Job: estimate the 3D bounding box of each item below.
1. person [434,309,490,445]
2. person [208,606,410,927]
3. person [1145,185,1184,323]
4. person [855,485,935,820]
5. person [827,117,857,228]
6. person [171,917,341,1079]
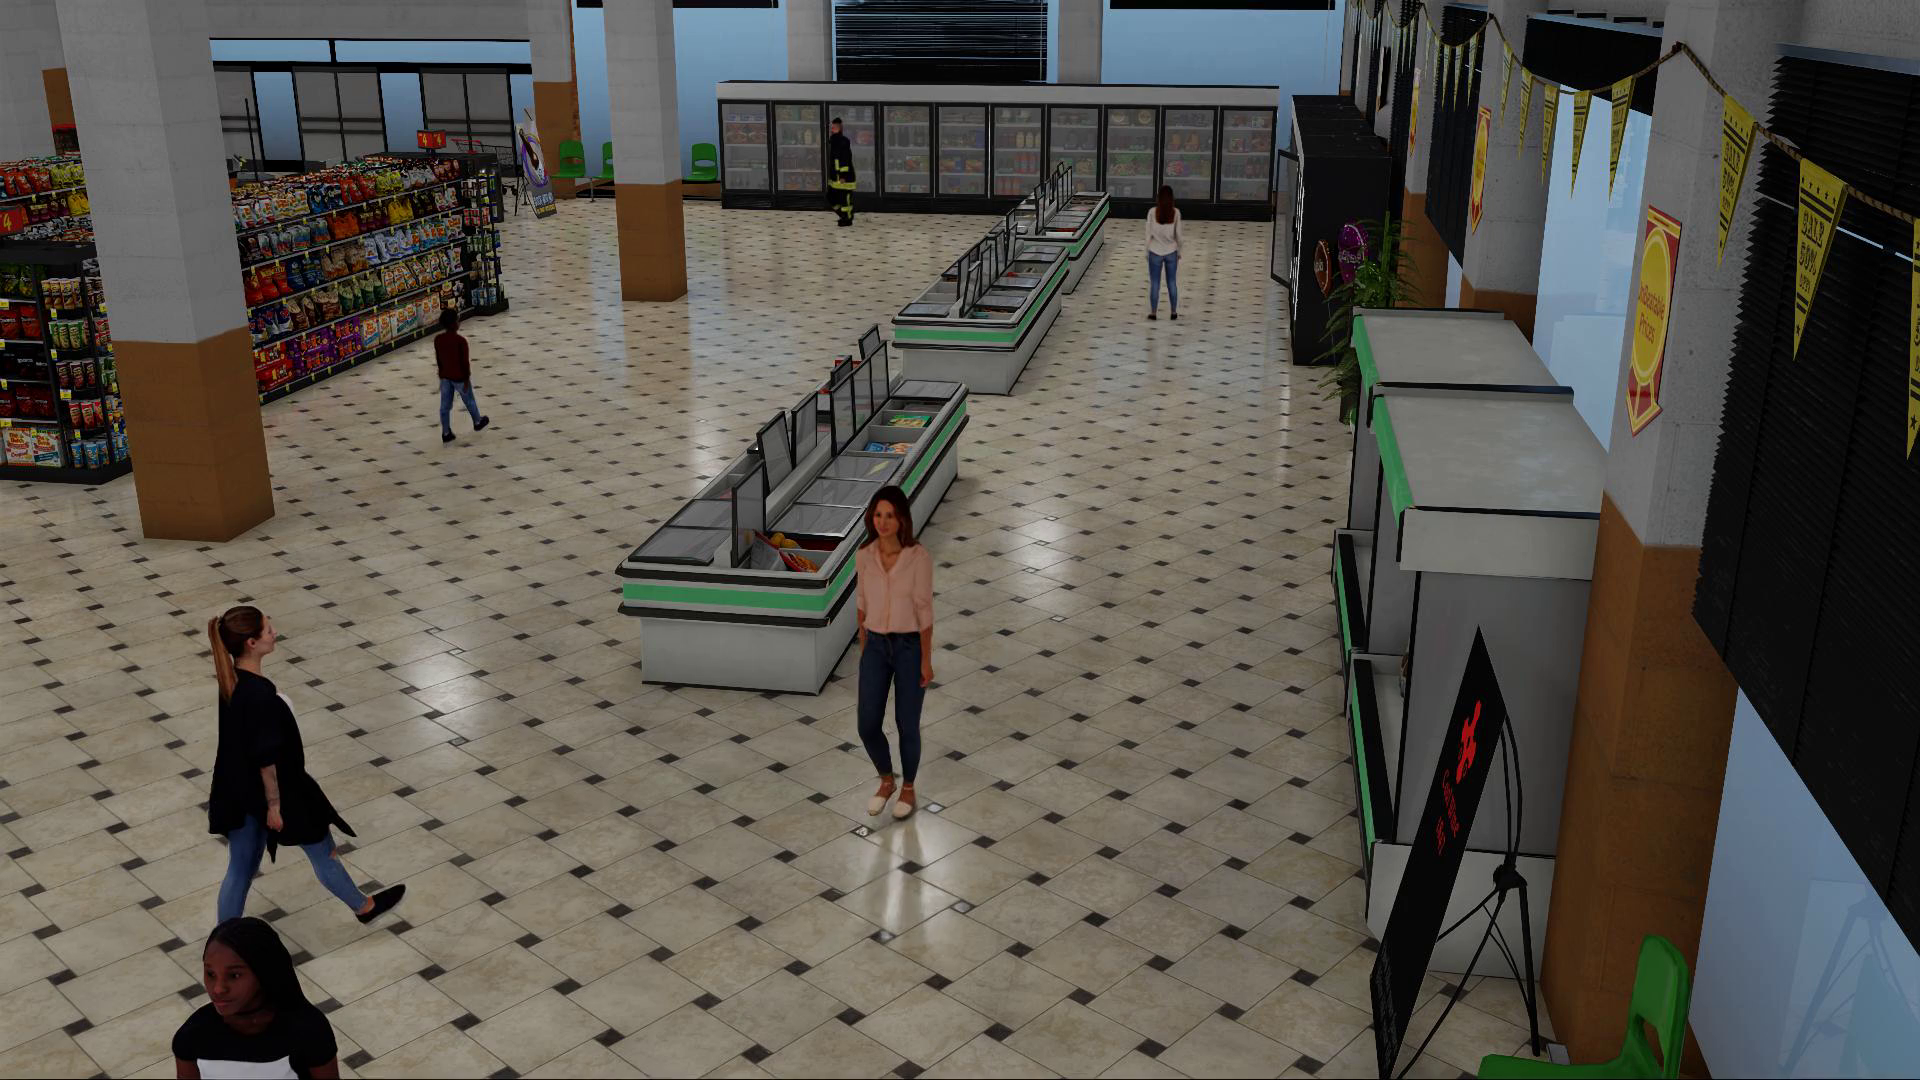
[{"bbox_3d":[-4.693,-1.480,15.321,0.515,1.221,0.852,3,19,8],"label":"person"},{"bbox_3d":[-3.017,1.104,6.996,1.149,1.643,1.012,-17,25,-41],"label":"person"},{"bbox_3d":[2.557,-3.592,20.848,0.664,1.691,0.605,0,19,0],"label":"person"},{"bbox_3d":[-0.288,0.554,8.423,0.631,1.774,0.644,5,19,15],"label":"person"},{"bbox_3d":[-1.979,-6.384,28.885,0.994,1.846,0.938,-14,23,-36],"label":"person"},{"bbox_3d":[-1.935,1.831,4.707,0.662,1.728,0.668,-1,19,-3],"label":"person"}]
